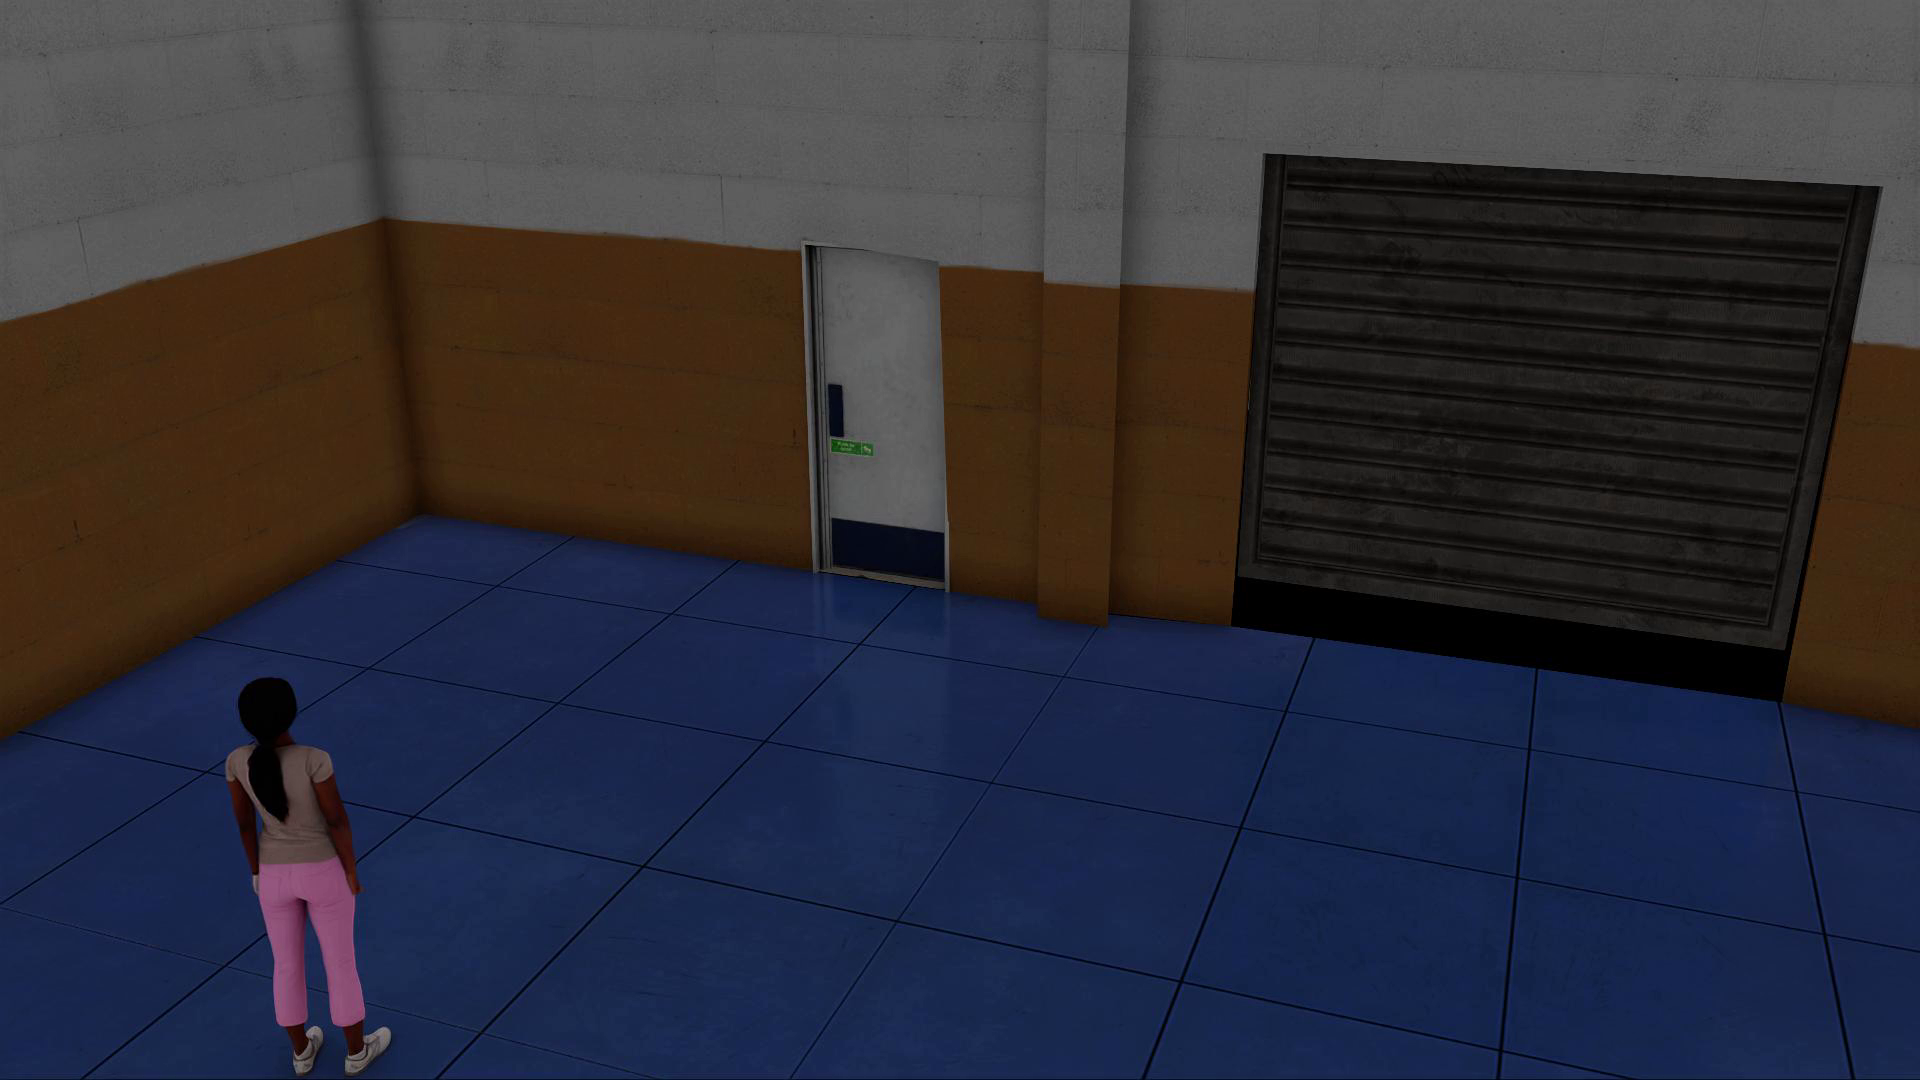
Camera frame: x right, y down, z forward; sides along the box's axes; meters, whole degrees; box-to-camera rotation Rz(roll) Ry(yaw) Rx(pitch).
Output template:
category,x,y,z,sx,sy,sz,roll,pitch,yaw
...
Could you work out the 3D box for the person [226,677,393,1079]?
category,x,y,z,sx,sy,sz,roll,pitch,yaw
person,-2.546,1.306,6.434,0.554,1.742,0.691,0,22,1
